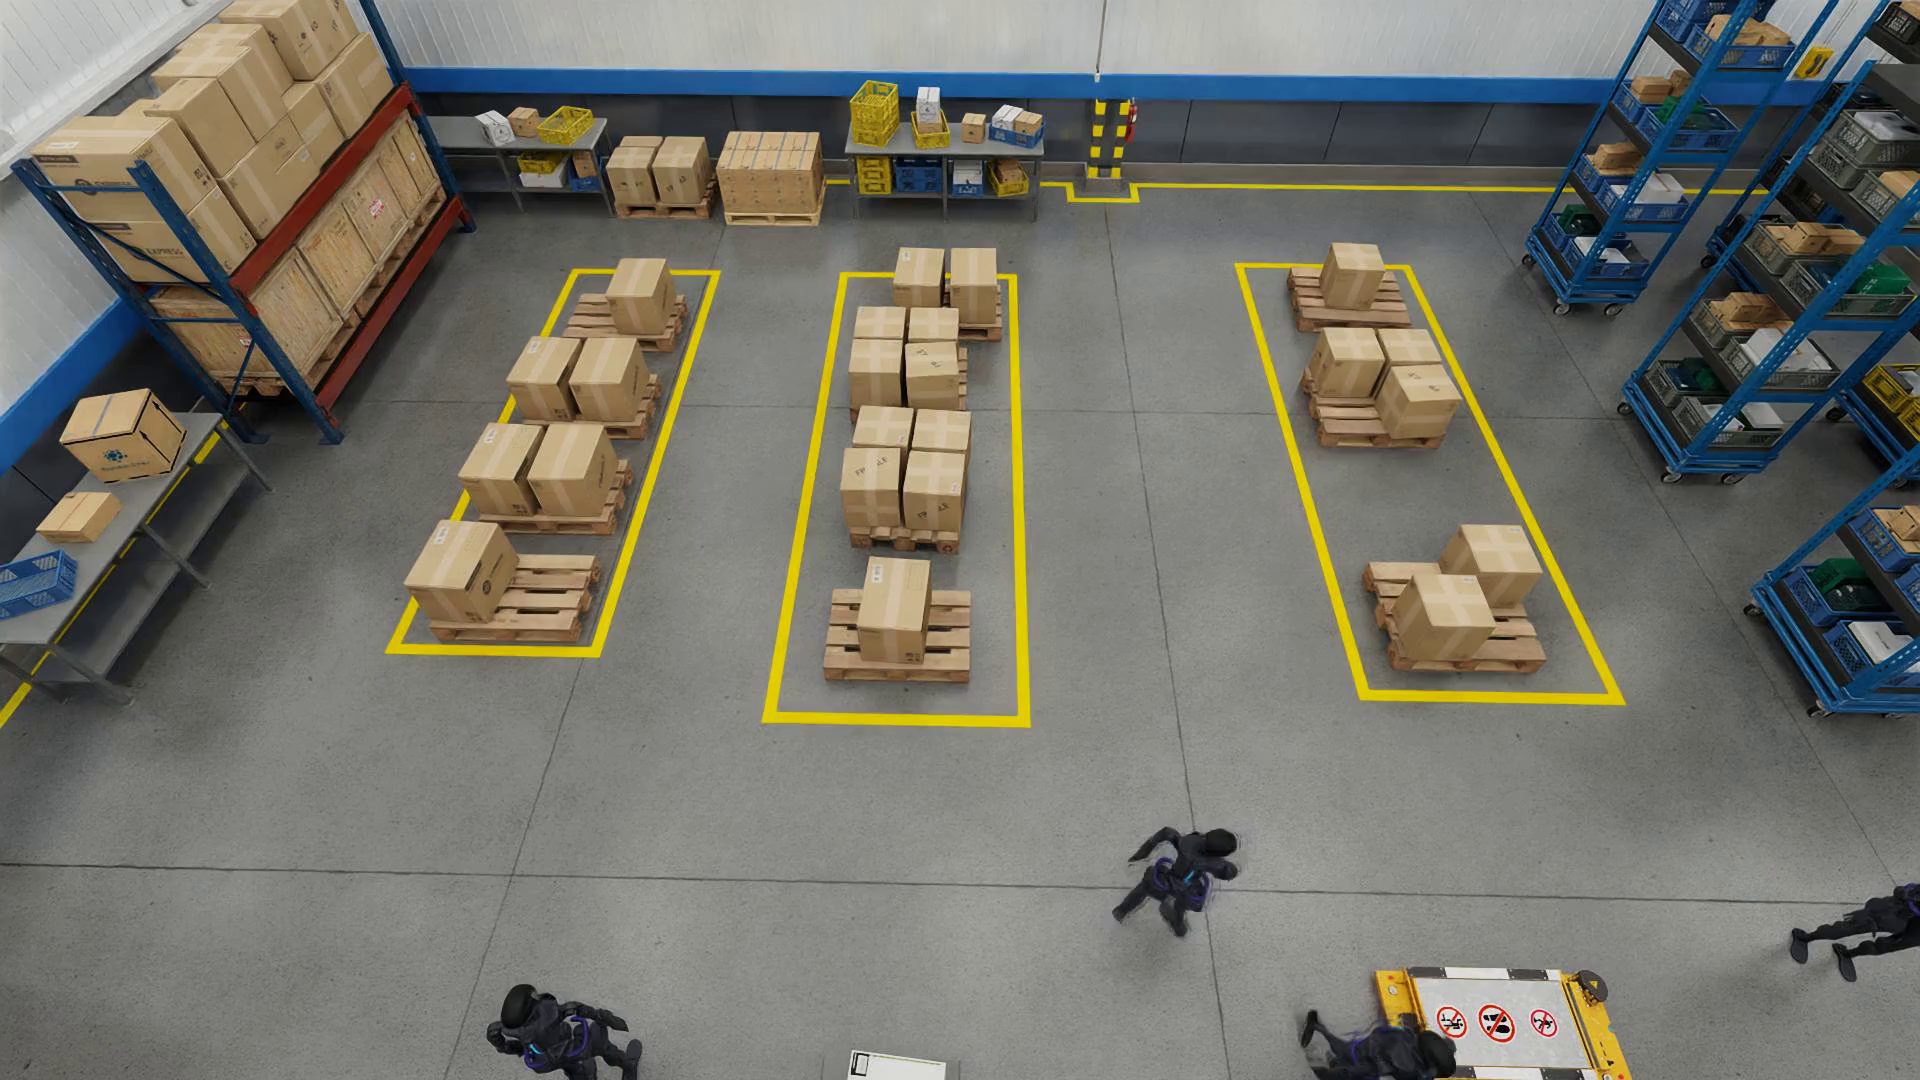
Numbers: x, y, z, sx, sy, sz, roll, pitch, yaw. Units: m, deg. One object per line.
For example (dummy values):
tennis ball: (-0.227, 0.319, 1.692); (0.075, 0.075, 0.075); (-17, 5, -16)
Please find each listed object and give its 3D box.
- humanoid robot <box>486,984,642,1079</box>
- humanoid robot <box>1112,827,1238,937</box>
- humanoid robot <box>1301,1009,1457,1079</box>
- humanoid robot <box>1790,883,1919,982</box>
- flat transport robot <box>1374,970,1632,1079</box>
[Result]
humanoid robot: (-2.258, 2.856, 5.241); (0.614, 1.656, 0.313); (-13, 52, -11)
humanoid robot: (1.384, 2.126, 5.858); (0.613, 1.621, 0.419); (16, 53, 13)
humanoid robot: (2.323, 2.892, 5.227); (0.585, 1.627, 0.624); (-18, 53, -14)
humanoid robot: (5.919, 2.355, 5.656); (0.575, 1.652, 0.318); (18, 53, 14)
flat transport robot: (3.501, 3.133, 5.914); (1.431, 0.197, 0.652); (1, 51, 1)
